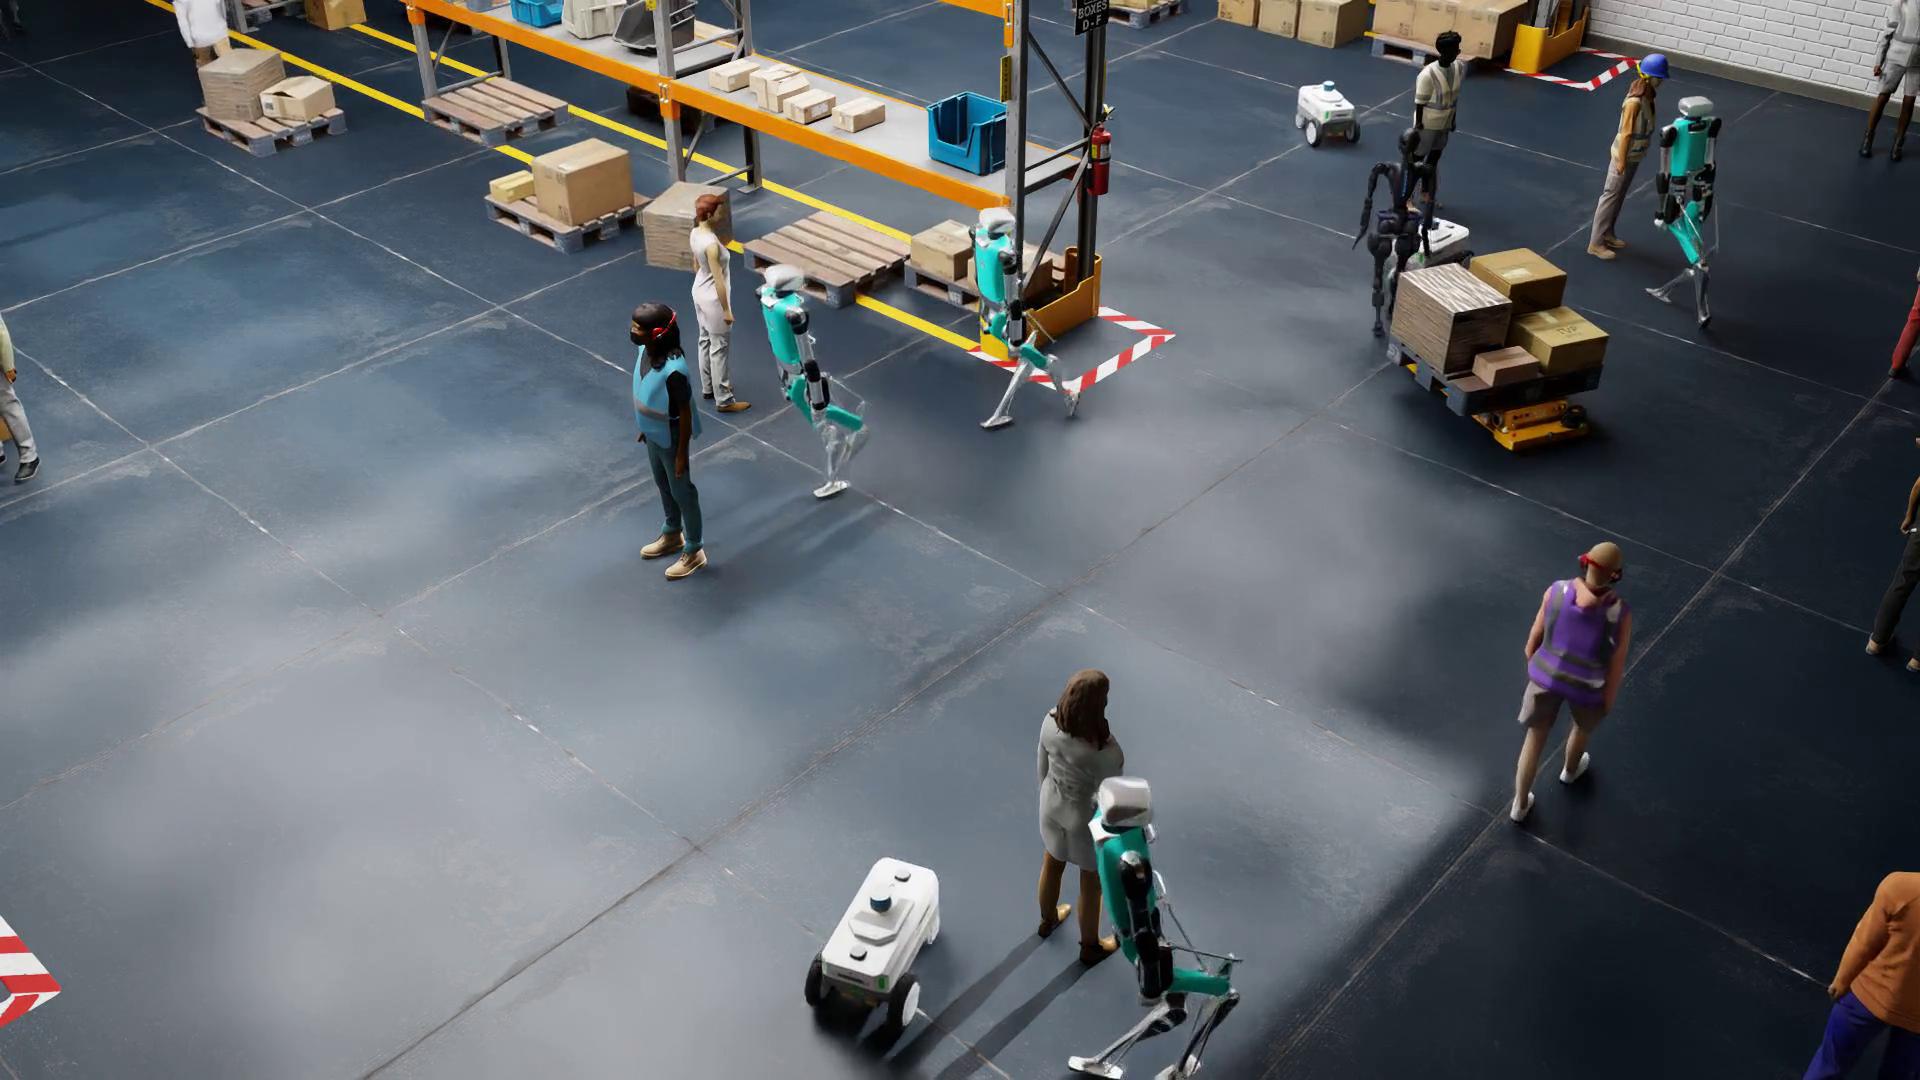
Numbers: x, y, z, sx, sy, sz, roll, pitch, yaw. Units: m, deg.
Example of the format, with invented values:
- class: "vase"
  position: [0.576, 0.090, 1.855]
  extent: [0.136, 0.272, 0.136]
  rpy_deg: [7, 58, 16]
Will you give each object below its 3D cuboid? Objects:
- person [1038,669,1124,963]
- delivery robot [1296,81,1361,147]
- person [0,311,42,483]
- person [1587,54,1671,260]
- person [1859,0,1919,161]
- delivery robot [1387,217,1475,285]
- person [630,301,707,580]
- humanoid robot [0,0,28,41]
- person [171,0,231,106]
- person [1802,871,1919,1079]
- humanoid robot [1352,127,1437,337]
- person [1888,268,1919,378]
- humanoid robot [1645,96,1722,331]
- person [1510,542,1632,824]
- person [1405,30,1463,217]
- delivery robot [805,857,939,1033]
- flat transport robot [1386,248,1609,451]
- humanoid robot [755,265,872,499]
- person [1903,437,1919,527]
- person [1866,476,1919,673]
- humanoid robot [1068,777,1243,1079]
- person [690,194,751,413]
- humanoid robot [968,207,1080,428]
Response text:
- class: "person"
  position: [0.571, 1.273, 7.739]
  extent: [0.482, 1.660, 0.339]
  rpy_deg: [28, 43, 34]
- class: "delivery robot"
  position: [3.710, -4.310, 16.820]
  extent: [0.499, 0.614, 0.791]
  rpy_deg: [-8, 35, -12]
- class: "person"
  position: [-6.672, -1.226, 11.221]
  extent: [0.592, 1.824, 0.403]
  rpy_deg: [3, 35, 4]
- class: "person"
  position: [5.748, -3.289, 14.246]
  extent: [0.326, 1.775, 0.481]
  rpy_deg: [23, 41, 29]
- class: "person"
  position: [9.146, -4.630, 16.068]
  extent: [0.546, 1.923, 0.386]
  rpy_deg: [14, 37, 20]
- class: "delivery robot"
  position: [3.975, -2.451, 14.086]
  extent: [0.750, 0.568, 0.499]
  rpy_deg: [-26, 42, -33]
- class: "person"
  position: [-1.814, -0.624, 10.309]
  extent: [0.391, 1.866, 0.522]
  rpy_deg: [-23, 41, -30]
- class: "humanoid robot"
  position: [-11.173, -6.587, 19.113]
  extent: [0.600, 1.652, 0.403]
  rpy_deg: [-17, 38, -23]
- class: "person"
  position: [-7.713, -5.201, 17.075]
  extent: [0.558, 1.707, 0.883]
  rpy_deg: [-29, 44, -35]
- class: "person"
  position: [3.788, 1.826, 6.671]
  extent: [0.517, 1.974, 0.404]
  rpy_deg: [15, 37, 21]
- class: "humanoid robot"
  position: [3.430, -2.423, 13.120]
  extent: [0.615, 1.645, 0.488]
  rpy_deg: [1, 35, 1]
- class: "person"
  position: [7.378, -1.964, 12.346]
  extent: [0.516, 1.756, 0.339]
  rpy_deg: [29, 44, 35]
- class: "humanoid robot"
  position: [5.915, -2.533, 13.218]
  extent: [0.569, 1.768, 0.970]
  rpy_deg: [-11, 36, -16]
- class: "person"
  position: [3.169, 0.679, 8.593]
  extent: [0.508, 1.660, 0.807]
  rpy_deg: [21, 40, 27]
- class: "person"
  position: [4.275, -3.761, 15.008]
  extent: [0.533, 1.691, 0.319]
  rpy_deg: [-22, 40, -29]
- class: "delivery robot"
  position: [-0.373, 1.879, 7.837]
  extent: [0.499, 0.595, 0.797]
  rpy_deg: [13, 37, 17]
- class: "flat transport robot"
  position: [3.985, -1.140, 12.463]
  extent: [0.659, 0.231, 1.431]
  rpy_deg: [-12, 36, -17]
- class: "humanoid robot"
  position: [-0.912, -0.998, 11.061]
  extent: [0.752, 1.895, 0.535]
  rpy_deg: [-21, 40, -28]
- class: "person"
  position: [6.350, -0.684, 10.558]
  extent: [0.466, 1.662, 0.599]
  rpy_deg: [-11, 36, -15]
- class: "person"
  position: [5.662, -0.060, 9.509]
  extent: [0.342, 1.846, 0.509]
  rpy_deg: [-28, 44, -34]
- class: "humanoid robot"
  position: [0.895, 1.691, 7.058]
  extent: [0.867, 1.752, 0.565]
  rpy_deg: [-6, 35, -9]
- class: "person"
  position: [-1.776, -1.720, 12.077]
  extent: [0.286, 1.657, 0.441]
  rpy_deg: [-18, 38, -24]
- class: "humanoid robot"
  position: [0.524, -1.568, 11.817]
  extent: [0.933, 1.801, 0.559]
  rpy_deg: [-18, 38, -24]
